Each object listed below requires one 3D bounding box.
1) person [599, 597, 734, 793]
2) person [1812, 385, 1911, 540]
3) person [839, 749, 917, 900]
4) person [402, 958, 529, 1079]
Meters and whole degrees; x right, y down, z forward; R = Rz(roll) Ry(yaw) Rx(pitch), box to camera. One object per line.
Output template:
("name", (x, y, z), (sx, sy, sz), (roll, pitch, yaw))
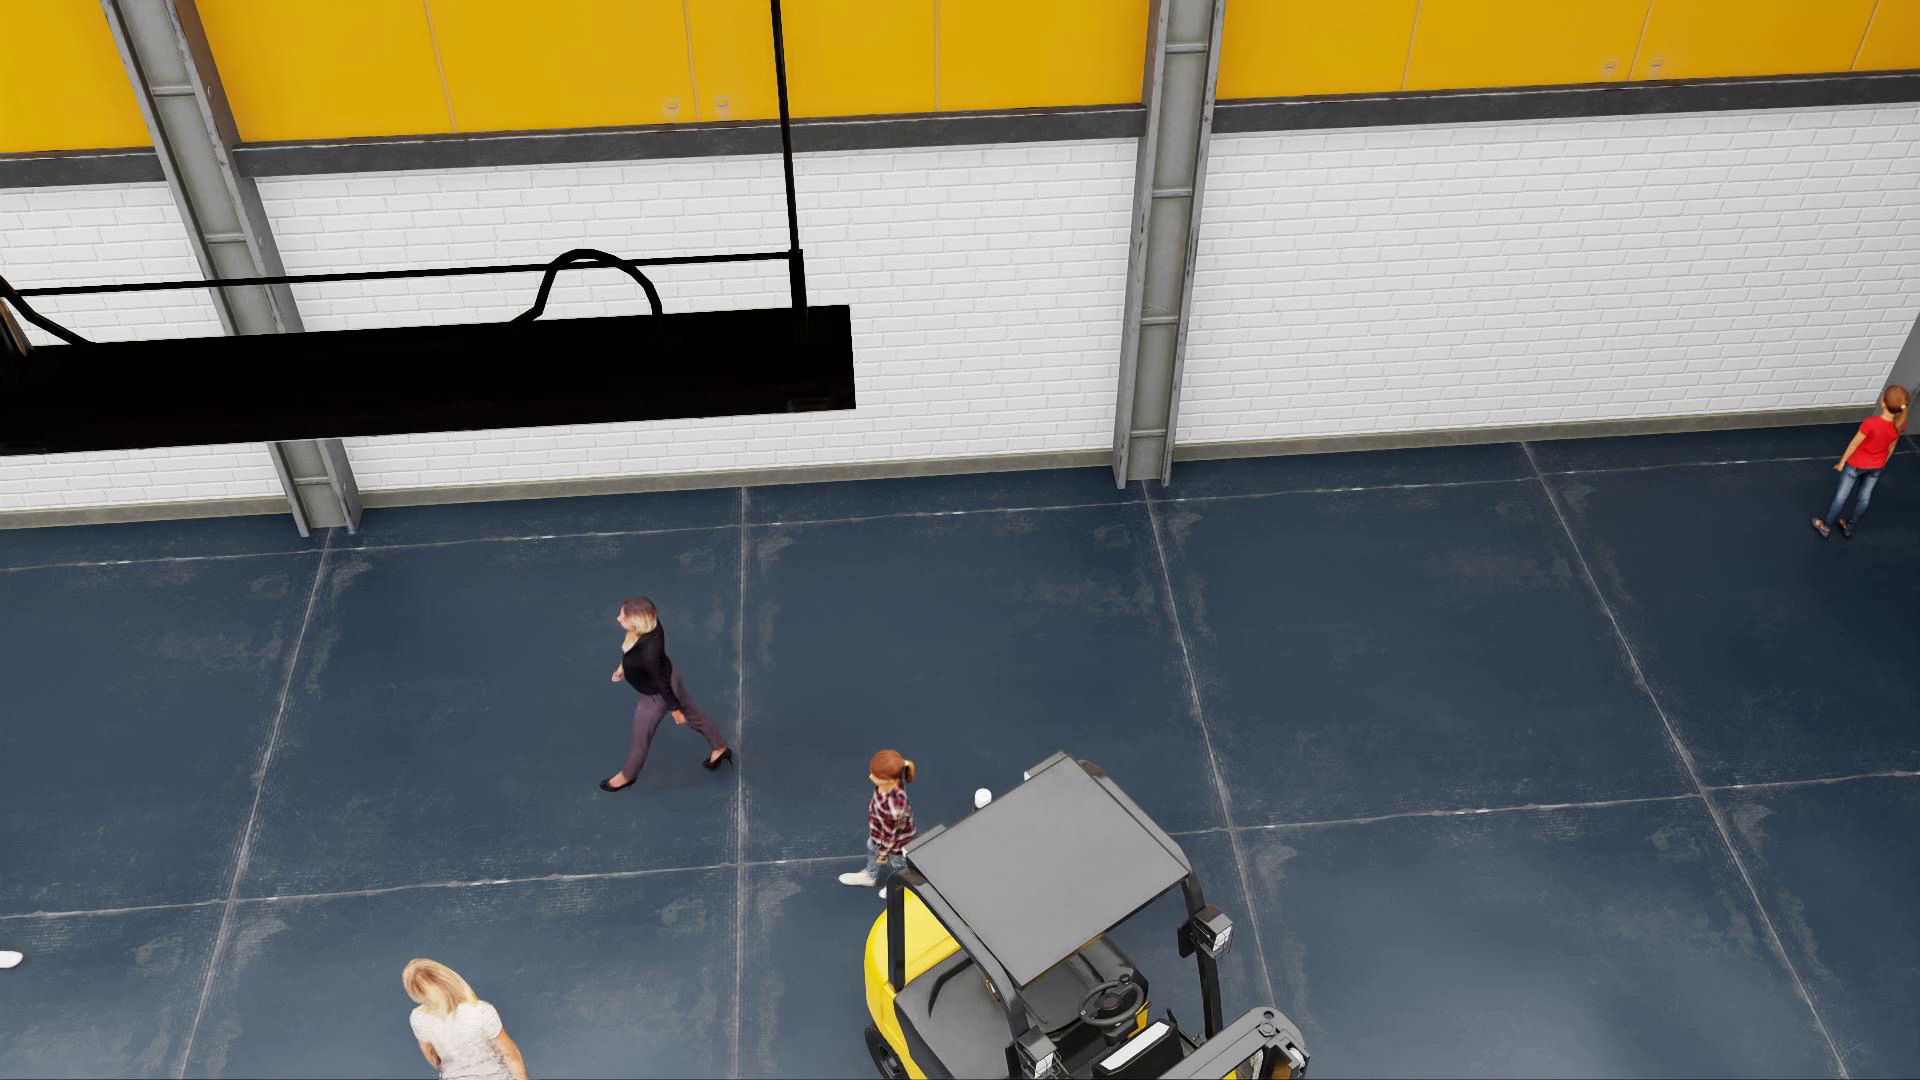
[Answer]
("person", (-1.692, 0.911, 9.931), (1.052, 1.623, 0.635), (-5, 44, -5))
("person", (6.366, -0.534, 11.675), (0.432, 1.310, 0.548), (0, 44, 0))
("person", (-0.329, 1.615, 9.429), (0.694, 1.296, 0.575), (-6, 44, -7))
("person", (-2.255, 2.648, 7.990), (0.565, 1.785, 0.875), (9, 44, 9))
